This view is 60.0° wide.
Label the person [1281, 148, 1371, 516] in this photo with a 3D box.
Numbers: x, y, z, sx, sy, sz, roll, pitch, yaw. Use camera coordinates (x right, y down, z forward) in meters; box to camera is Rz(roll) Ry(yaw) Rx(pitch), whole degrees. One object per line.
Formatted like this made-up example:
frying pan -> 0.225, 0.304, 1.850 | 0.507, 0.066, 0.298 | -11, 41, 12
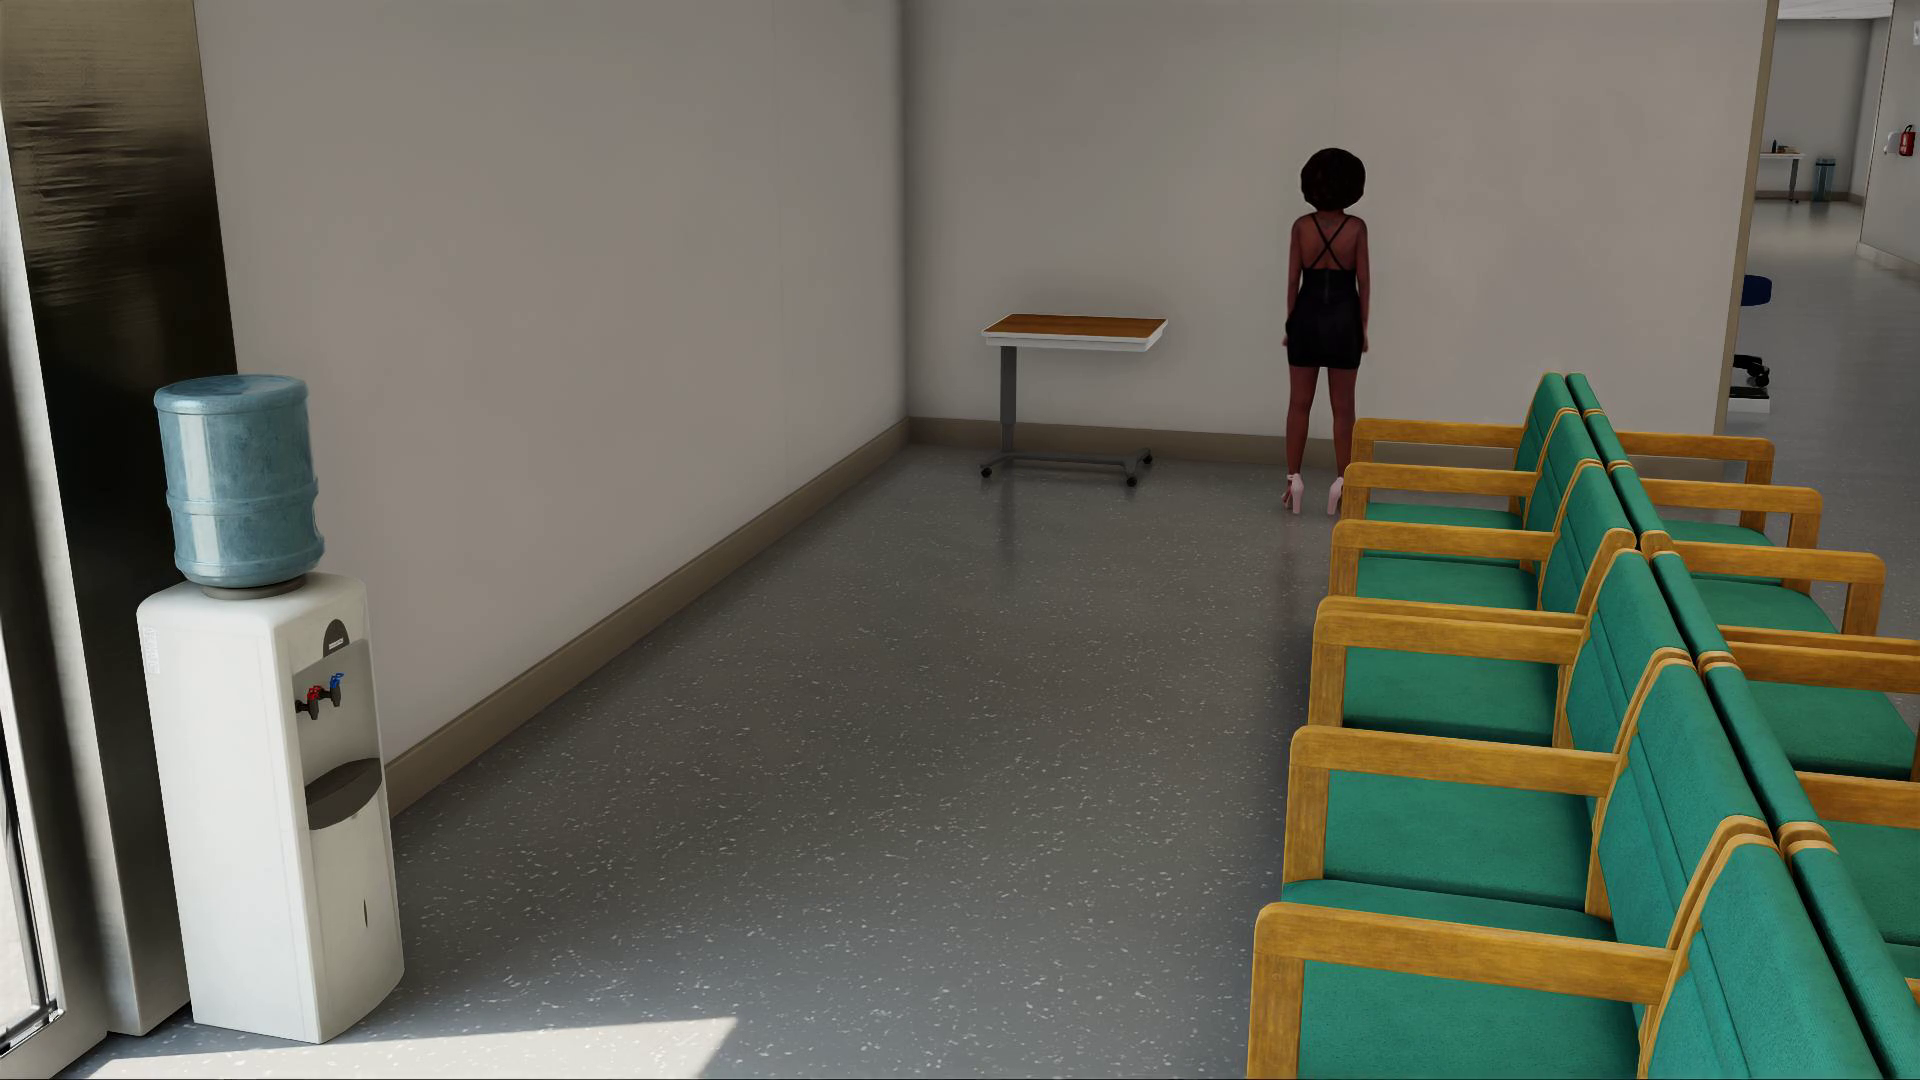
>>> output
person -> 1.793, -1.011, 8.179 | 0.474, 1.788, 0.628 | 5, 16, 17
